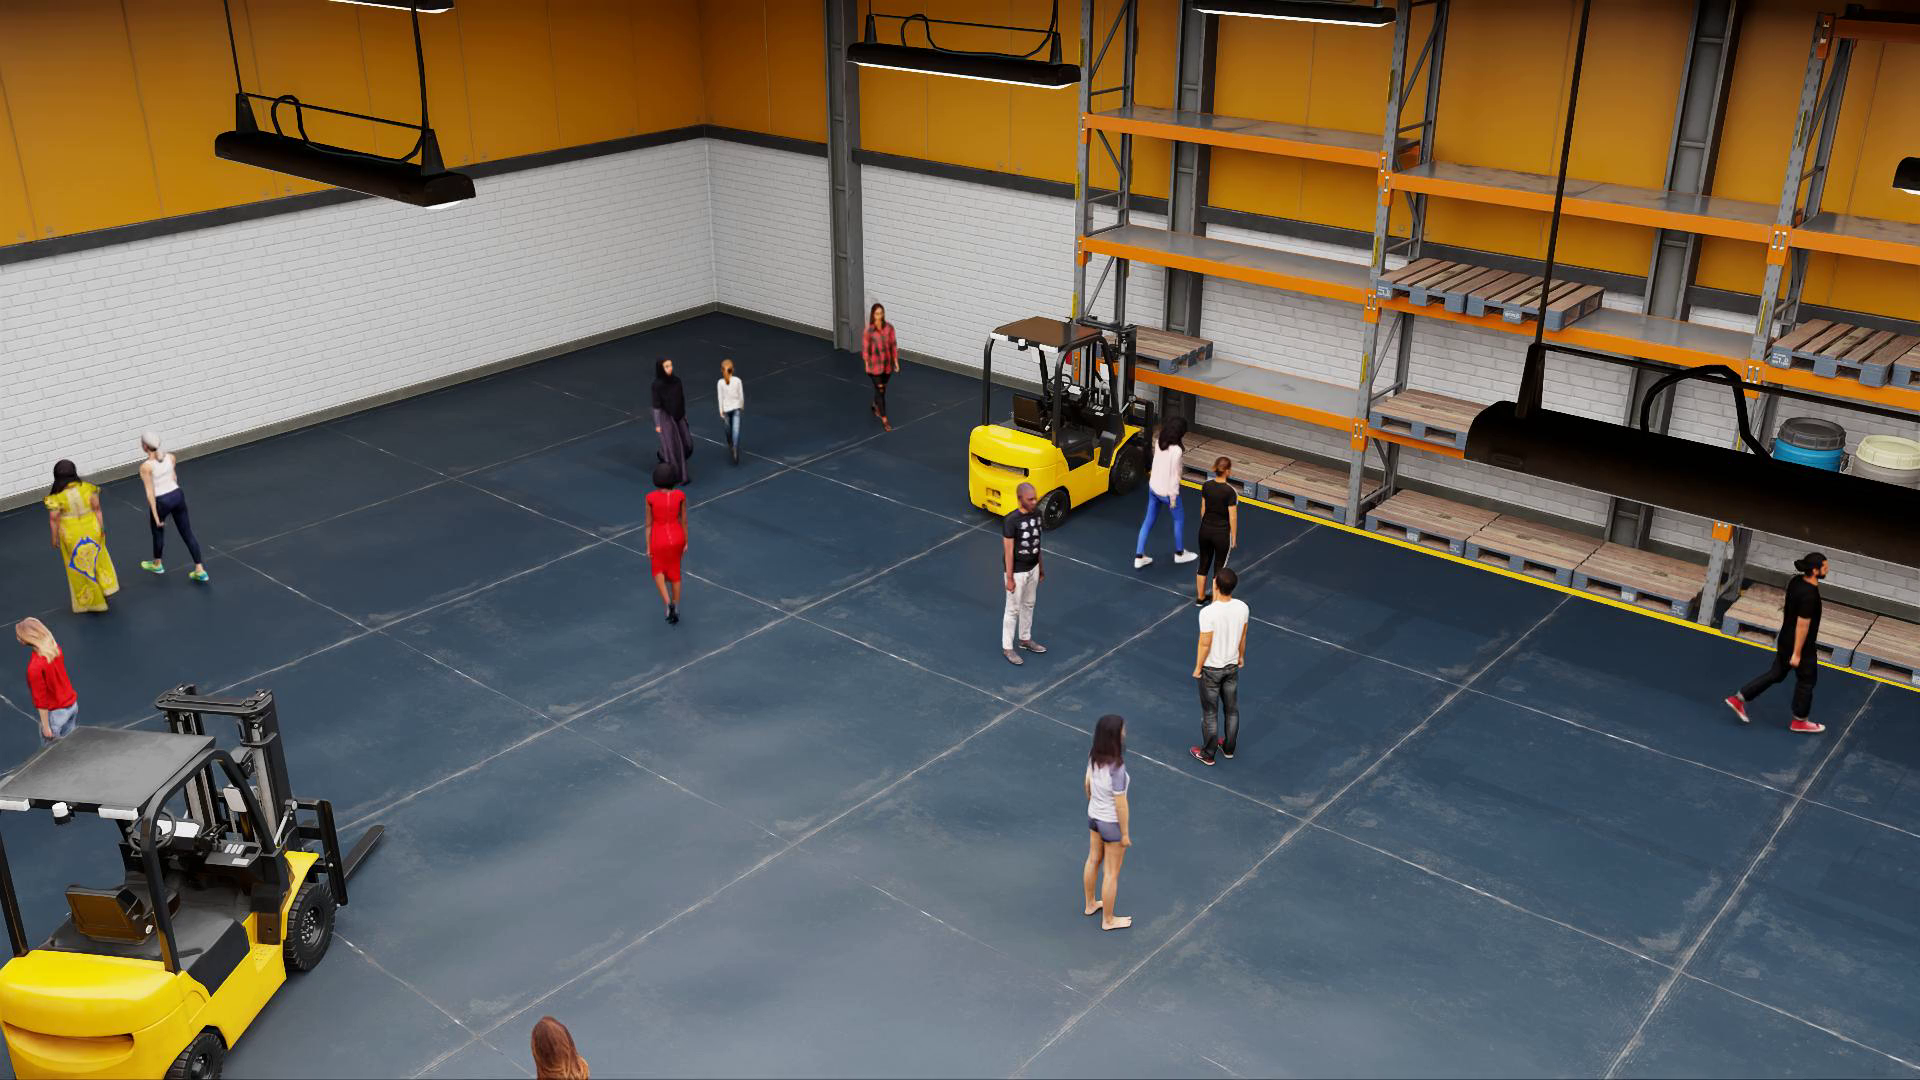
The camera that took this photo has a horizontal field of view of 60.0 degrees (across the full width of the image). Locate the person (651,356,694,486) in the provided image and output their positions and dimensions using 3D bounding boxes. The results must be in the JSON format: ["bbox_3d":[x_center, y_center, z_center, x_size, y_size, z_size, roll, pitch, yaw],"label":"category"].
[{"bbox_3d":[-3.577,-1.494,20.398,0.856,1.608,0.632,21,31,40],"label":"person"}]

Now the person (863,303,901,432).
[{"bbox_3d":[-1.082,-2.353,22.294,0.895,1.663,1.168,-11,26,-23],"label":"person"}]

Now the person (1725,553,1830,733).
[{"bbox_3d":[7.325,0.909,14.740,1.185,1.736,1.002,3,24,8],"label":"person"}]

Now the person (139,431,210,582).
[{"bbox_3d":[-8.337,-0.323,17.654,1.131,1.659,0.716,14,27,29],"label":"person"}]

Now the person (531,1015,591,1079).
[{"bbox_3d":[-2.176,3.352,9.169,0.566,1.723,0.615,14,27,29],"label":"person"}]

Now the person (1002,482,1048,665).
[{"bbox_3d":[0.597,0.283,16.086,0.608,1.805,0.660,21,31,40],"label":"person"}]

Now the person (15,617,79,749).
[{"bbox_3d":[-7.319,1.419,13.625,0.883,1.696,0.822,1,24,1],"label":"person"}]

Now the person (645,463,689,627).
[{"bbox_3d":[-2.909,0.085,16.633,0.734,1.730,0.792,-9,25,-20],"label":"person"}]

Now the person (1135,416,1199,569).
[{"bbox_3d":[2.135,-0.471,17.921,1.039,1.718,1.049,-12,27,-26],"label":"person"}]

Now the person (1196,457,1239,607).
[{"bbox_3d":[2.623,-0.068,17.060,0.466,1.668,0.645,21,31,39],"label":"person"}]

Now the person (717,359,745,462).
[{"bbox_3d":[-2.887,-1.618,21.086,0.867,1.284,0.939,-3,24,-6],"label":"person"}]

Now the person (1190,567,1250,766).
[{"bbox_3d":[2.231,1.072,14.284,0.716,1.803,0.676,-11,26,-24],"label":"person"}]

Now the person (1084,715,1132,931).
[{"bbox_3d":[1.079,2.041,12.155,0.711,1.733,0.561,-13,27,-27],"label":"person"}]

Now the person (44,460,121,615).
[{"bbox_3d":[-8.918,-0.009,16.957,0.923,1.643,0.748,15,28,31],"label":"person"}]
